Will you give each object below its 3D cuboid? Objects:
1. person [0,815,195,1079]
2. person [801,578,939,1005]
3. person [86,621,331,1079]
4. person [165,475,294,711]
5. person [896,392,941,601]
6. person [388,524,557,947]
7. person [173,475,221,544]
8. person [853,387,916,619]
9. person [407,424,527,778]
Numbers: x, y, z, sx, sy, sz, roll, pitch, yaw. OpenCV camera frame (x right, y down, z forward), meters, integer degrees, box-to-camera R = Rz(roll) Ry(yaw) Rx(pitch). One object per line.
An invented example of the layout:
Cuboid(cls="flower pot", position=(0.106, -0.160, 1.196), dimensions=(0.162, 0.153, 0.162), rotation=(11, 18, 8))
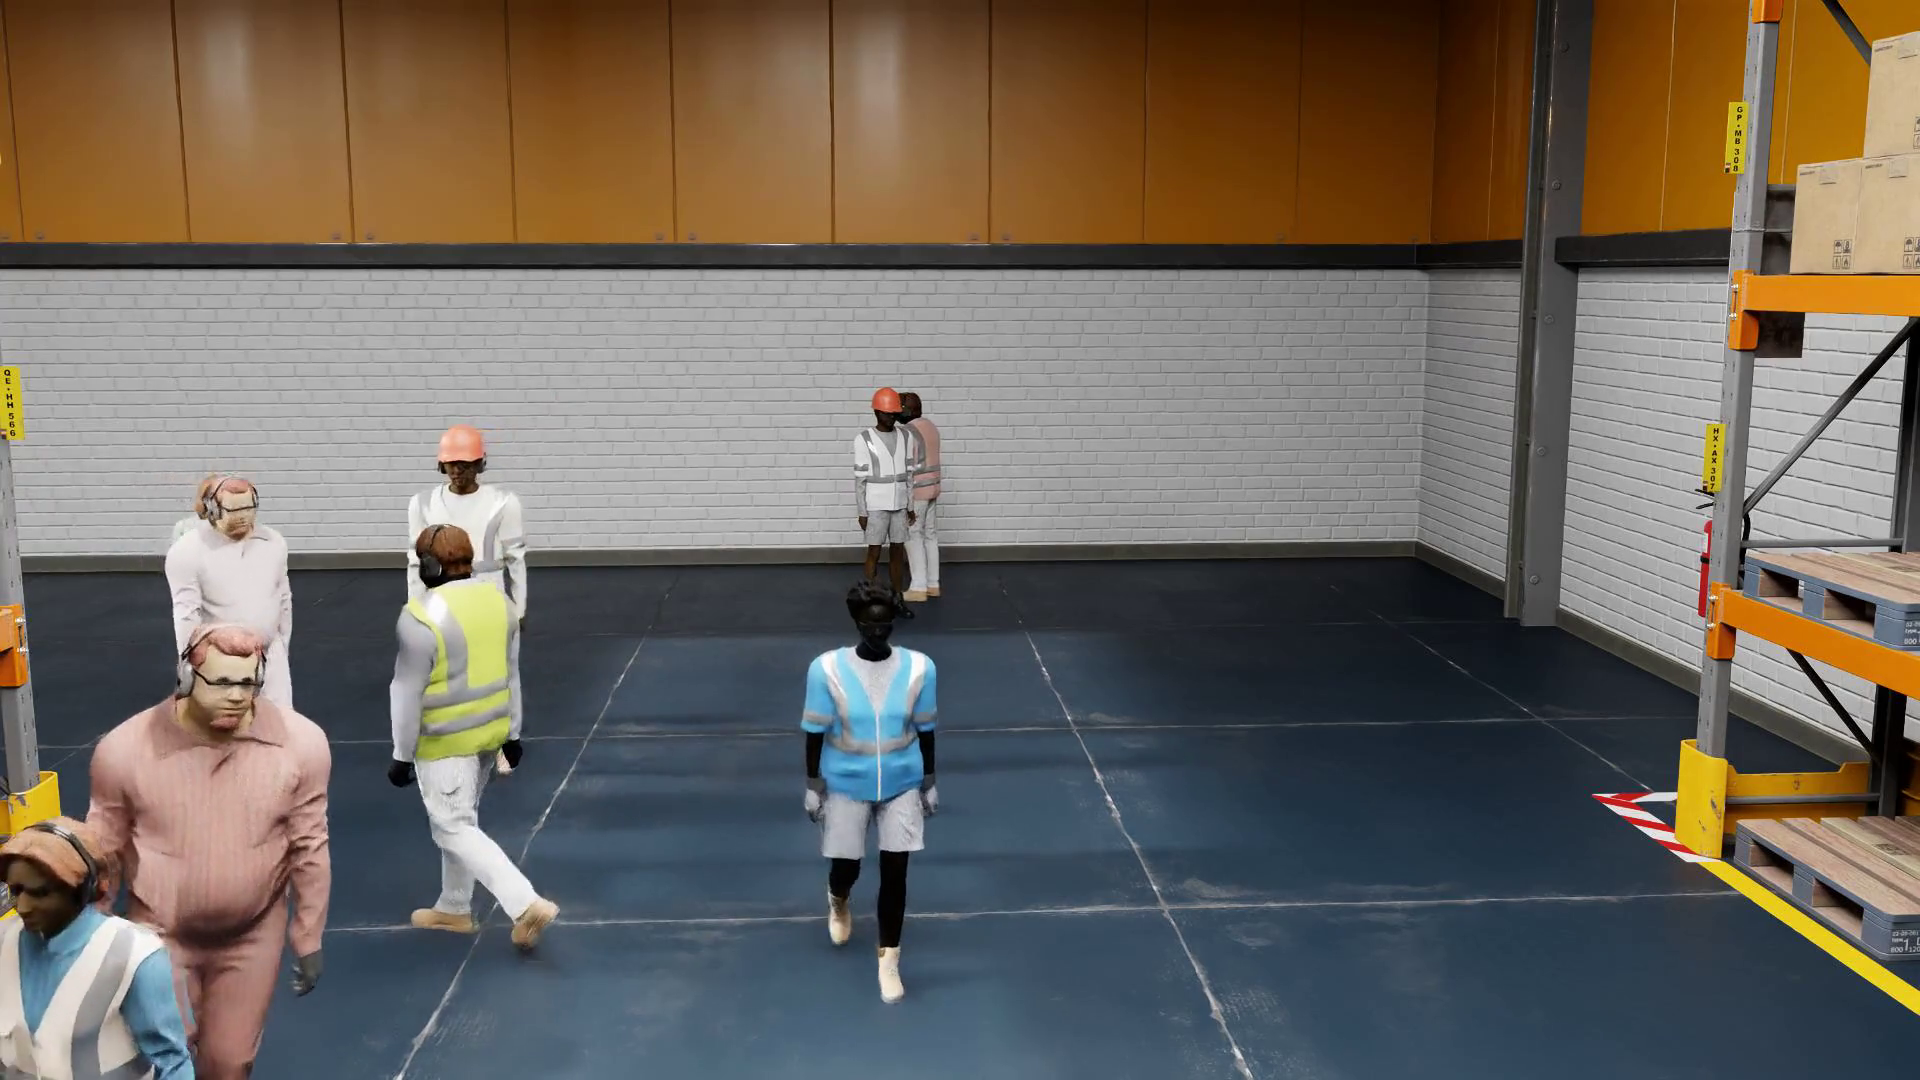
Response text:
Cuboid(cls="person", position=(-2.019, 1.413, 3.884), dimensions=(0.528, 1.623, 0.379), rotation=(3, 9, 17))
Cuboid(cls="person", position=(-0.364, 0.952, 6.615), dimensions=(0.549, 1.679, 0.530), rotation=(-2, 9, -12))
Cuboid(cls="person", position=(-2.206, 1.133, 4.904), dimensions=(0.689, 1.870, 0.582), rotation=(-5, 11, -30))
Cuboid(cls="person", position=(-3.748, 0.570, 8.519), dimensions=(0.914, 1.860, 0.646), rotation=(8, 12, 40))
Cuboid(cls="person", position=(-0.389, -0.380, 14.541), dimensions=(0.431, 1.830, 0.622), rotation=(4, 10, 26))
Cuboid(cls="person", position=(-2.028, 0.836, 6.947), dimensions=(0.761, 1.815, 0.636), rotation=(4, 10, 21))
Cuboid(cls="person", position=(-4.528, 0.407, 10.189), dimensions=(0.535, 1.617, 0.356), rotation=(-4, 10, -21))
Cuboid(cls="person", position=(-0.597, -0.287, 13.628), dimensions=(0.538, 1.930, 0.378), rotation=(-6, 11, -32))
Cuboid(cls="person", position=(-2.725, 0.367, 9.189), dimensions=(0.624, 2.026, 0.407), rotation=(0, 9, -2))
